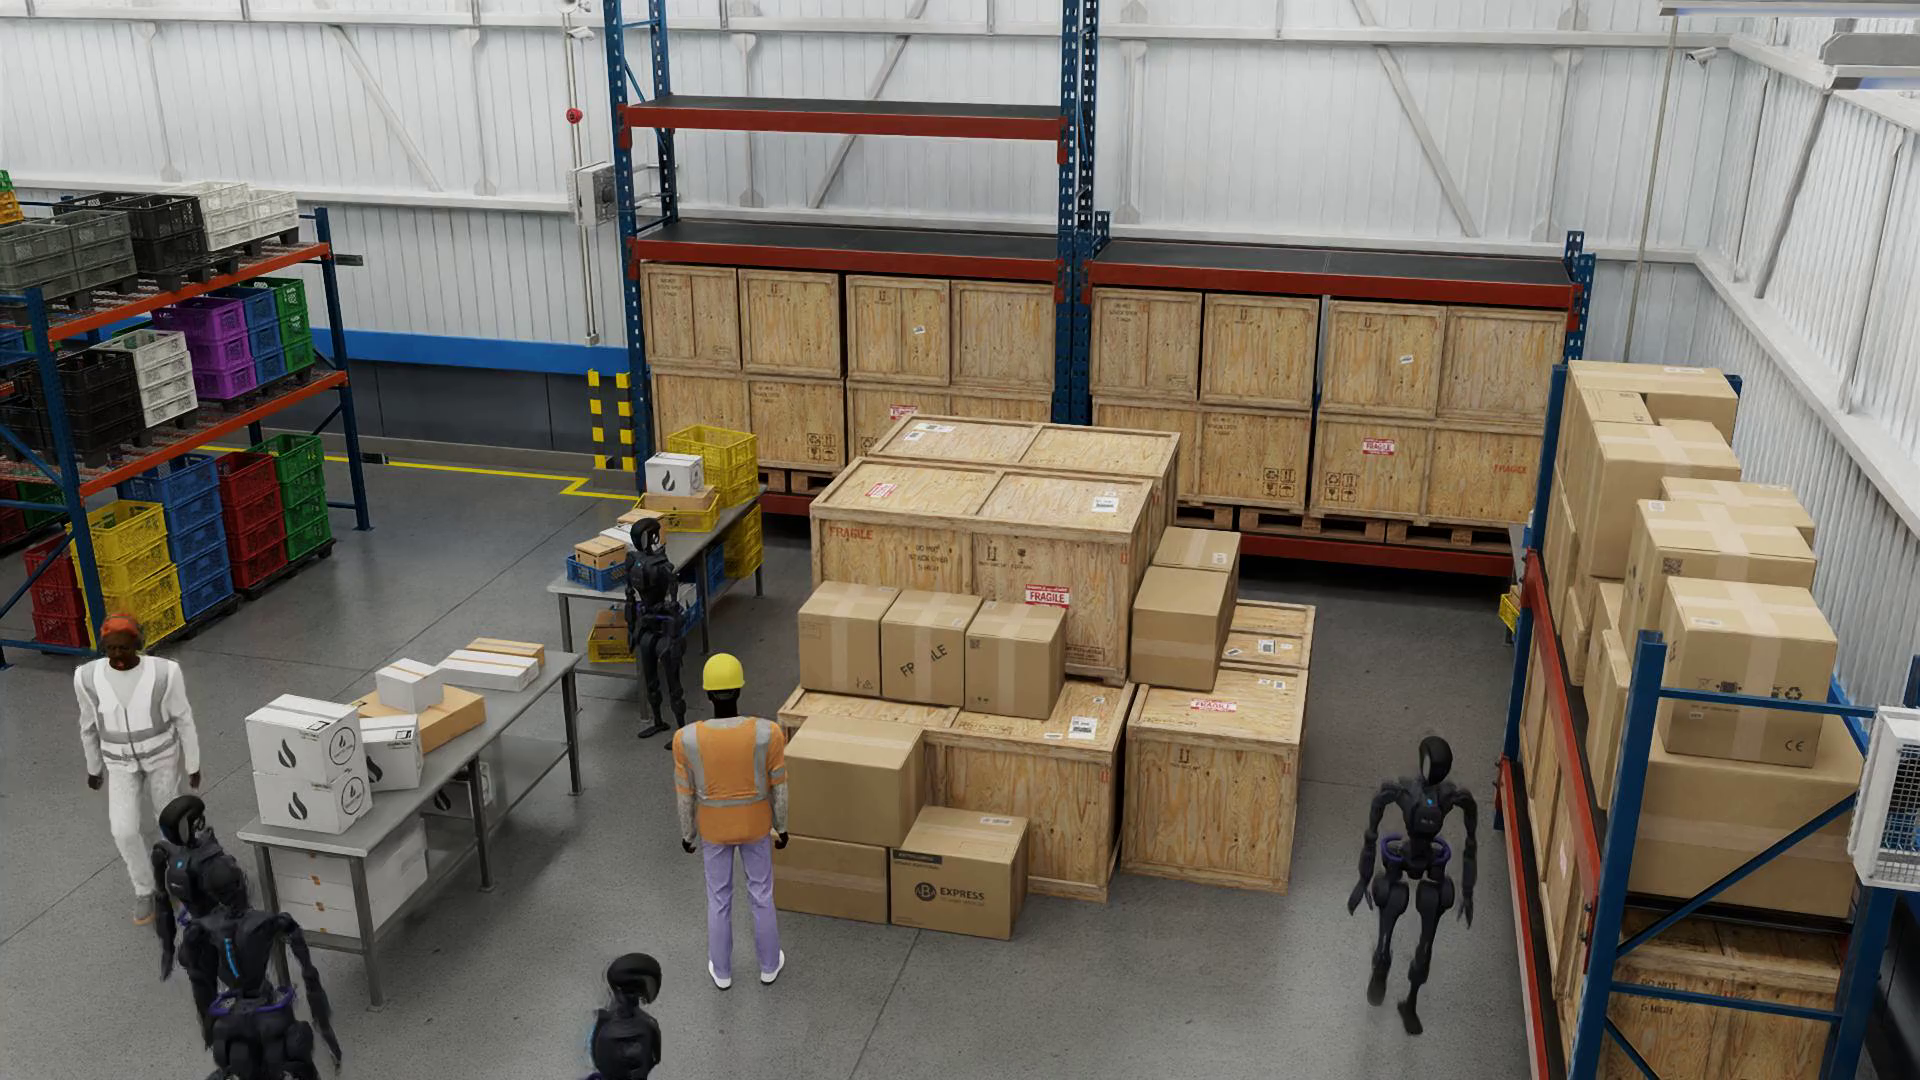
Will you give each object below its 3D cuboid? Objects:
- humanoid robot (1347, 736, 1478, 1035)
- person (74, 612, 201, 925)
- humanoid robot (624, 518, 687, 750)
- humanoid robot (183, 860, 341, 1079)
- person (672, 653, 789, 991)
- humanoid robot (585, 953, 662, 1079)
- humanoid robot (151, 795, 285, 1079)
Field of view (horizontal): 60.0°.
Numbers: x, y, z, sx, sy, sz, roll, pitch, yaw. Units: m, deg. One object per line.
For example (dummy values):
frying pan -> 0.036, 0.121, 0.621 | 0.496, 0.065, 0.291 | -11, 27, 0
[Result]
humanoid robot -> 2.309, 1.751, 8.485 | 0.611, 1.655, 0.379 | 2, 21, 4
person -> -4.632, 1.300, 9.411 | 0.620, 1.859, 0.617 | -6, 22, -15
humanoid robot -> -2.084, 0.636, 11.407 | 0.564, 1.652, 0.328 | 16, 26, 36
humanoid robot -> -3.111, 2.162, 7.442 | 0.642, 1.634, 0.429 | -1, 21, -3
person -> -1.198, 1.500, 8.808 | 0.584, 1.922, 0.377 | -3, 21, -7
humanoid robot -> -1.409, 2.414, 6.784 | 0.489, 1.625, 0.598 | -5, 21, -12
humanoid robot -> -3.567, 1.953, 7.961 | 0.597, 1.650, 0.326 | 7, 22, 18
